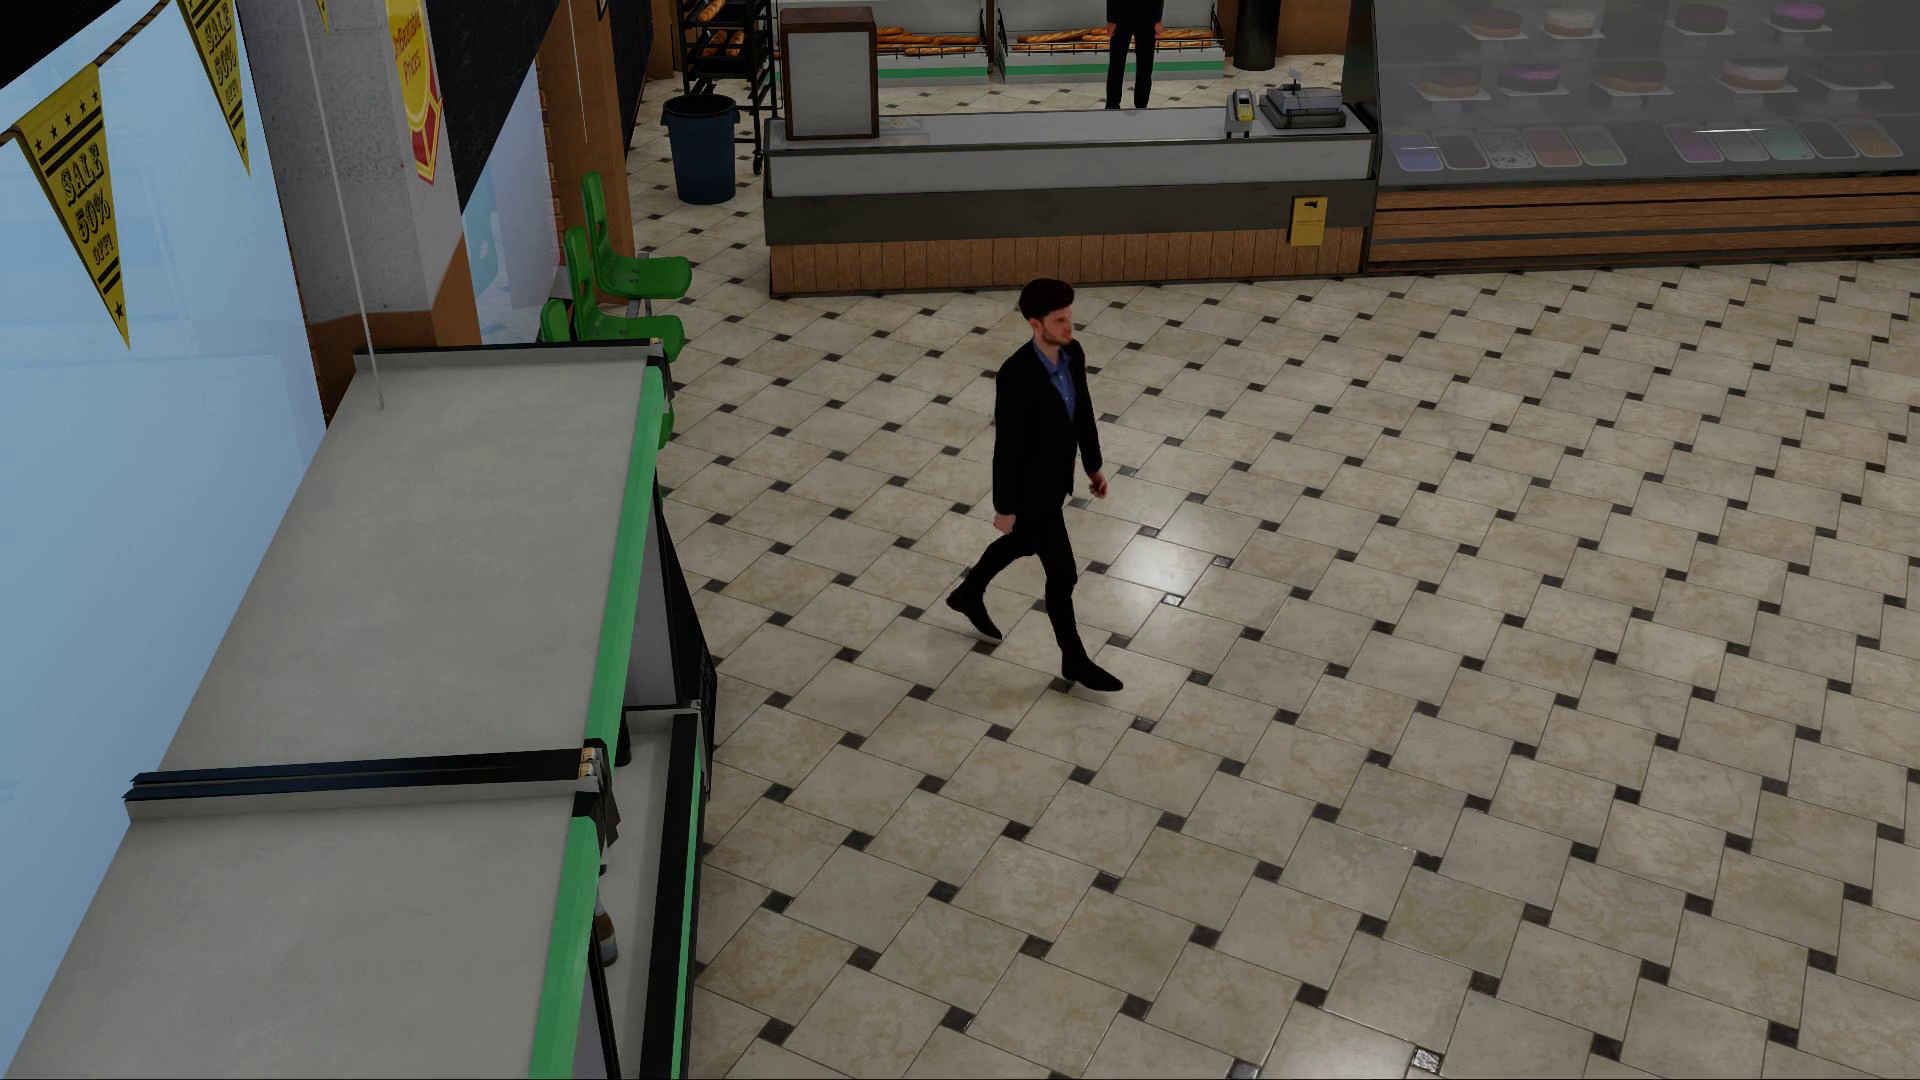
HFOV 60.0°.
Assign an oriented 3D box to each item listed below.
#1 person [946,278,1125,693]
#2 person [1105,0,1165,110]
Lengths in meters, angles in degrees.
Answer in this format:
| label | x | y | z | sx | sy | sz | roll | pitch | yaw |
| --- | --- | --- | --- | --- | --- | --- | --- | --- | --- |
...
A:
| label | x | y | z | sx | sy | sz | roll | pitch | yaw |
| --- | --- | --- | --- | --- | --- | --- | --- | --- | --- |
| person | 0.270 | -0.270 | 7.094 | 1.196 | 1.861 | 1.228 | 18 | 36 | 26 |
| person | 1.420 | -4.246 | 13.478 | 0.612 | 1.868 | 0.566 | -3 | 32 | -4 |
